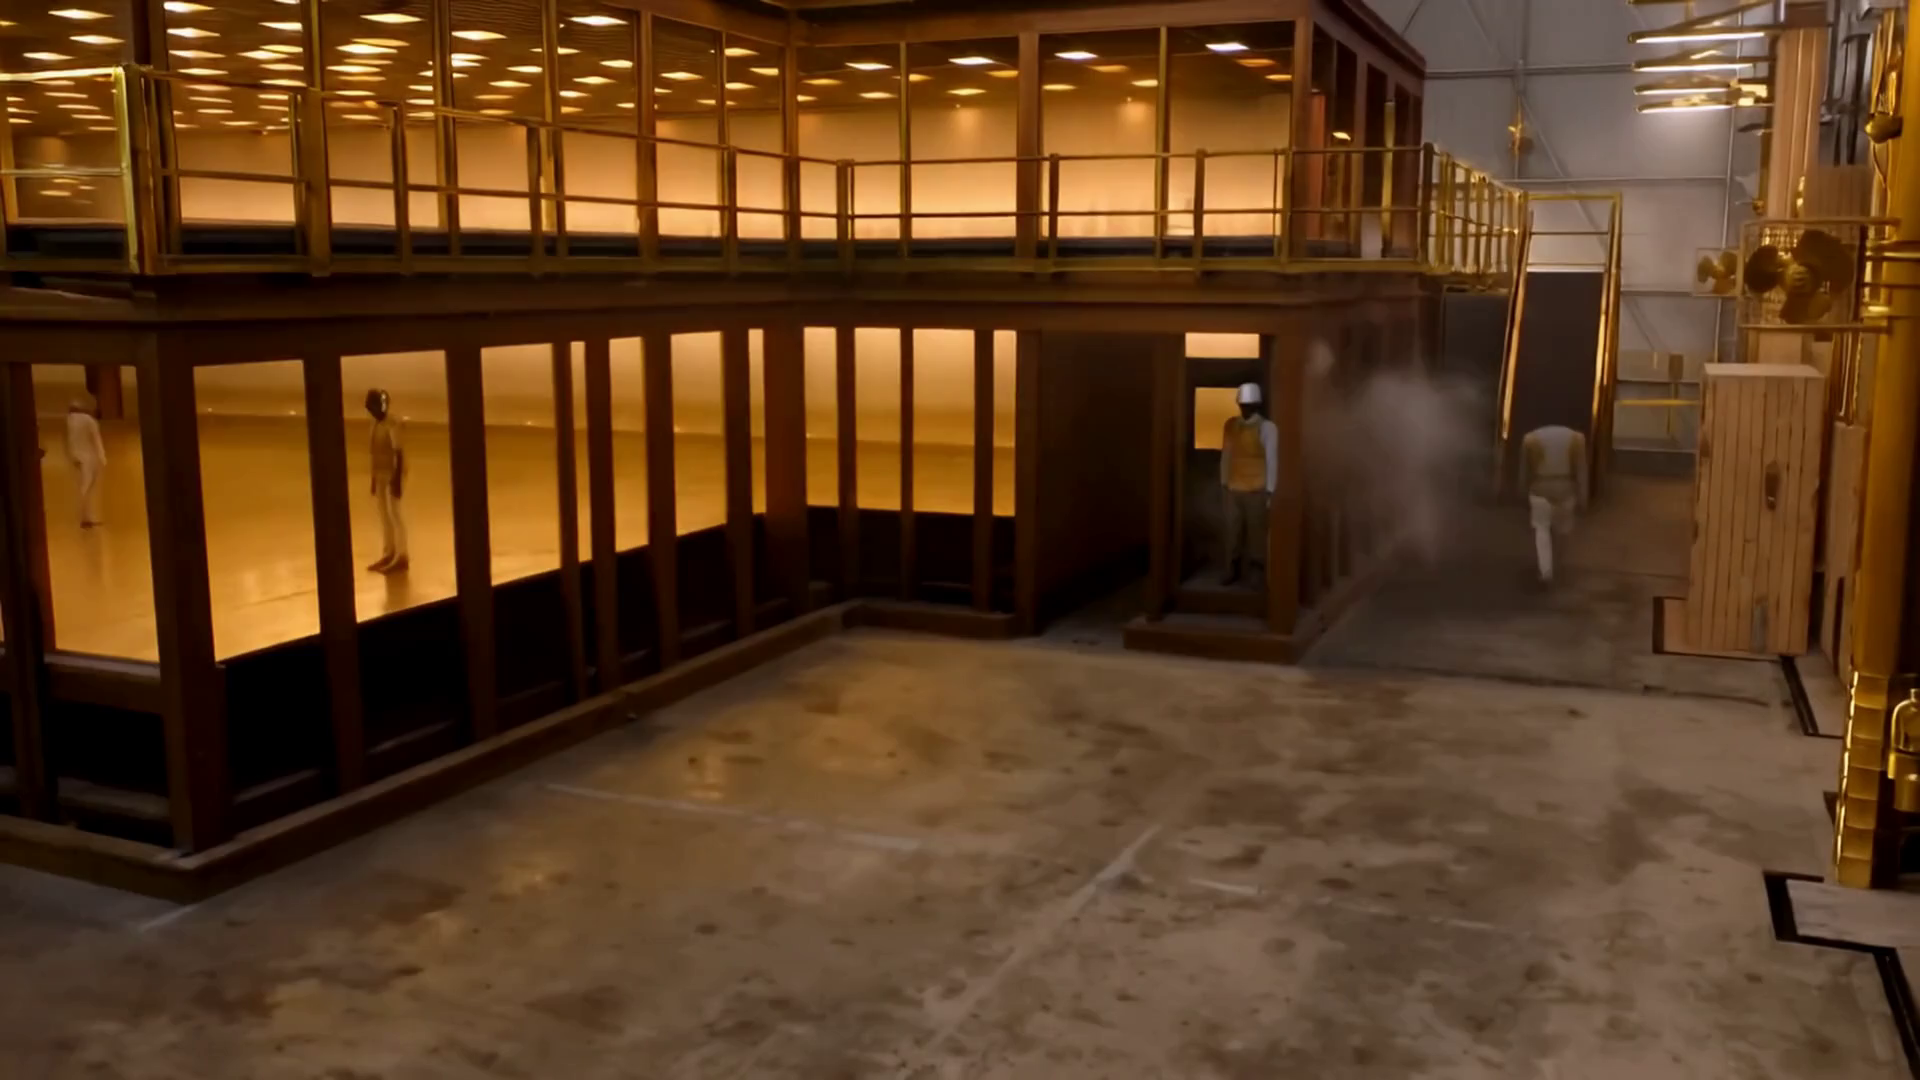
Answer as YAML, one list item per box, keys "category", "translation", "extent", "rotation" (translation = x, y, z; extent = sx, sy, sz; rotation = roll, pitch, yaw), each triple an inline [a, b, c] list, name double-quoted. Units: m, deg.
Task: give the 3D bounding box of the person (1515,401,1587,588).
- category: "person"
  translation: [5.743, -0.451, 16.199]
  extent: [0.637, 1.805, 0.962]
  rotation: [1, 9, 8]

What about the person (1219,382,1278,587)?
- category: "person"
  translation: [2.786, -0.542, 16.173]
  extent: [0.612, 1.986, 0.407]
  rotation: [8, 12, 41]
